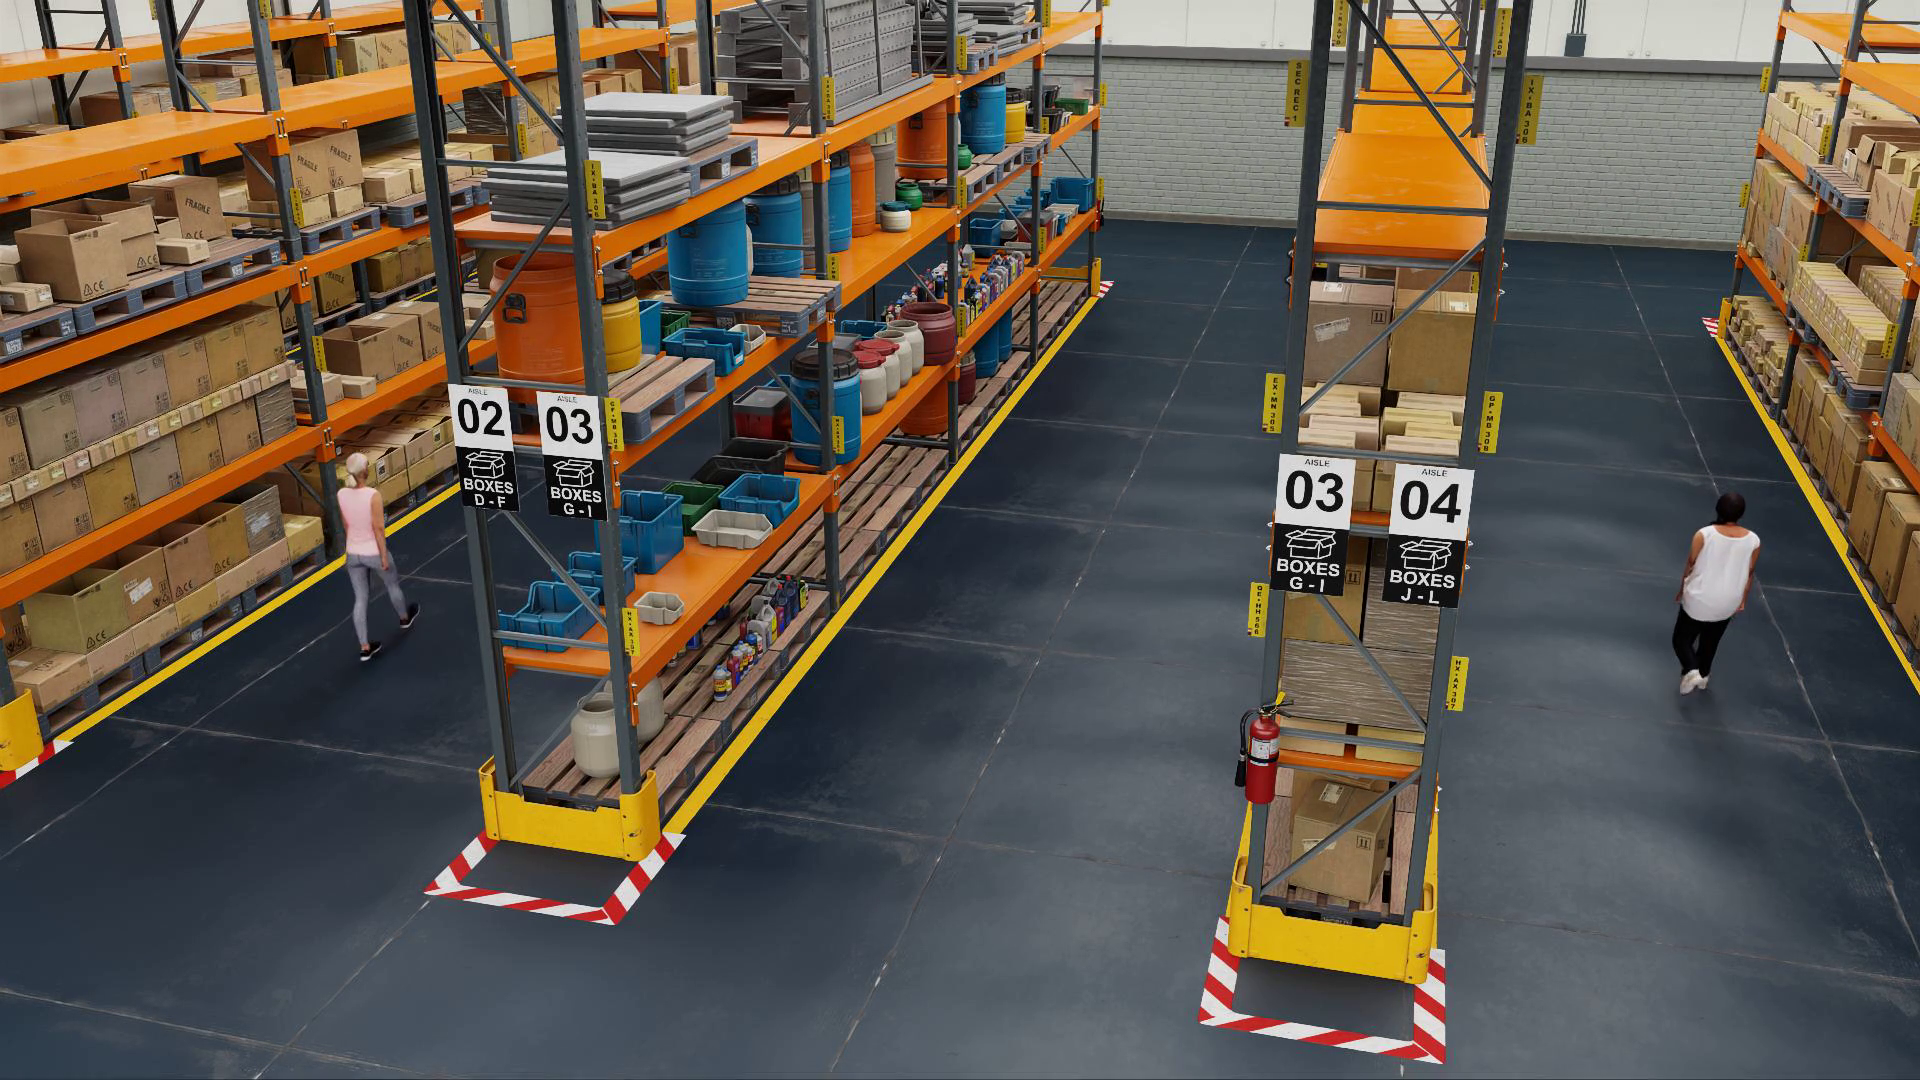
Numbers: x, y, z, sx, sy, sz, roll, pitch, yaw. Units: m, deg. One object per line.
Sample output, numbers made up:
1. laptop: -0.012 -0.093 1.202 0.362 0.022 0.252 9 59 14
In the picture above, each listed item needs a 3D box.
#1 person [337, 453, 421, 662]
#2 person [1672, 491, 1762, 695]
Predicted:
1. person: -4.852 0.166 13.496 0.649 1.689 1.084 3 22 8
2. person: 5.799 0.433 12.859 0.746 1.678 0.885 3 22 7
